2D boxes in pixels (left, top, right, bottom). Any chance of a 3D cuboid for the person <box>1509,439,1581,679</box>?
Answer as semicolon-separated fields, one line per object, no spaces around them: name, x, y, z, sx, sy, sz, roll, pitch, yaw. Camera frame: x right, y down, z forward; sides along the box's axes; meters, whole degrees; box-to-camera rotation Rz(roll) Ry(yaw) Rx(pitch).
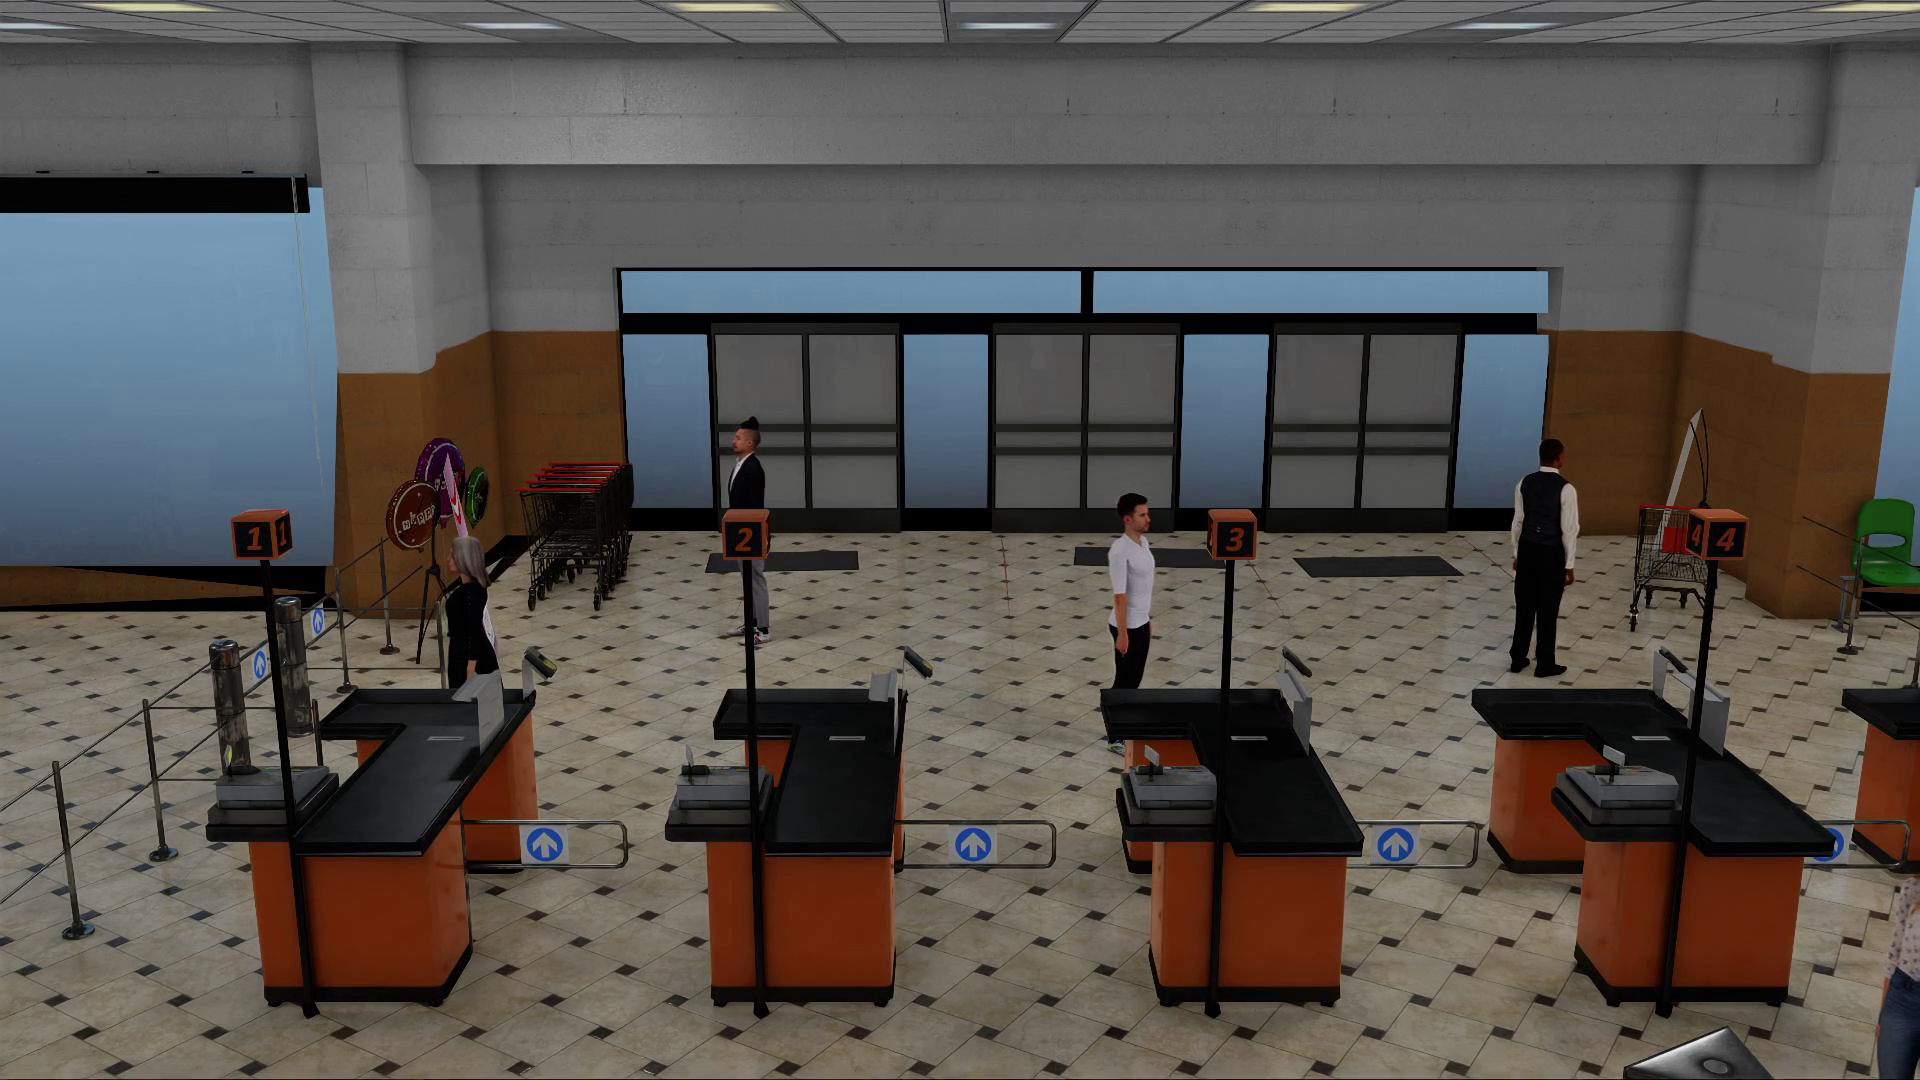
person;4.660;0.134;13.320;0.831;1.919;0.765;-13;19;-42

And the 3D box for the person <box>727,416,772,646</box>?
person;-1.785;-0.088;14.176;0.846;1.946;0.687;-6;15;-22

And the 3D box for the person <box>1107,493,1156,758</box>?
person;1.195;0.575;11.644;0.814;1.851;0.667;7;15;26

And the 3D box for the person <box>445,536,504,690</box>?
person;-3.183;0.819;10.859;0.739;1.747;0.626;-6;15;-22
